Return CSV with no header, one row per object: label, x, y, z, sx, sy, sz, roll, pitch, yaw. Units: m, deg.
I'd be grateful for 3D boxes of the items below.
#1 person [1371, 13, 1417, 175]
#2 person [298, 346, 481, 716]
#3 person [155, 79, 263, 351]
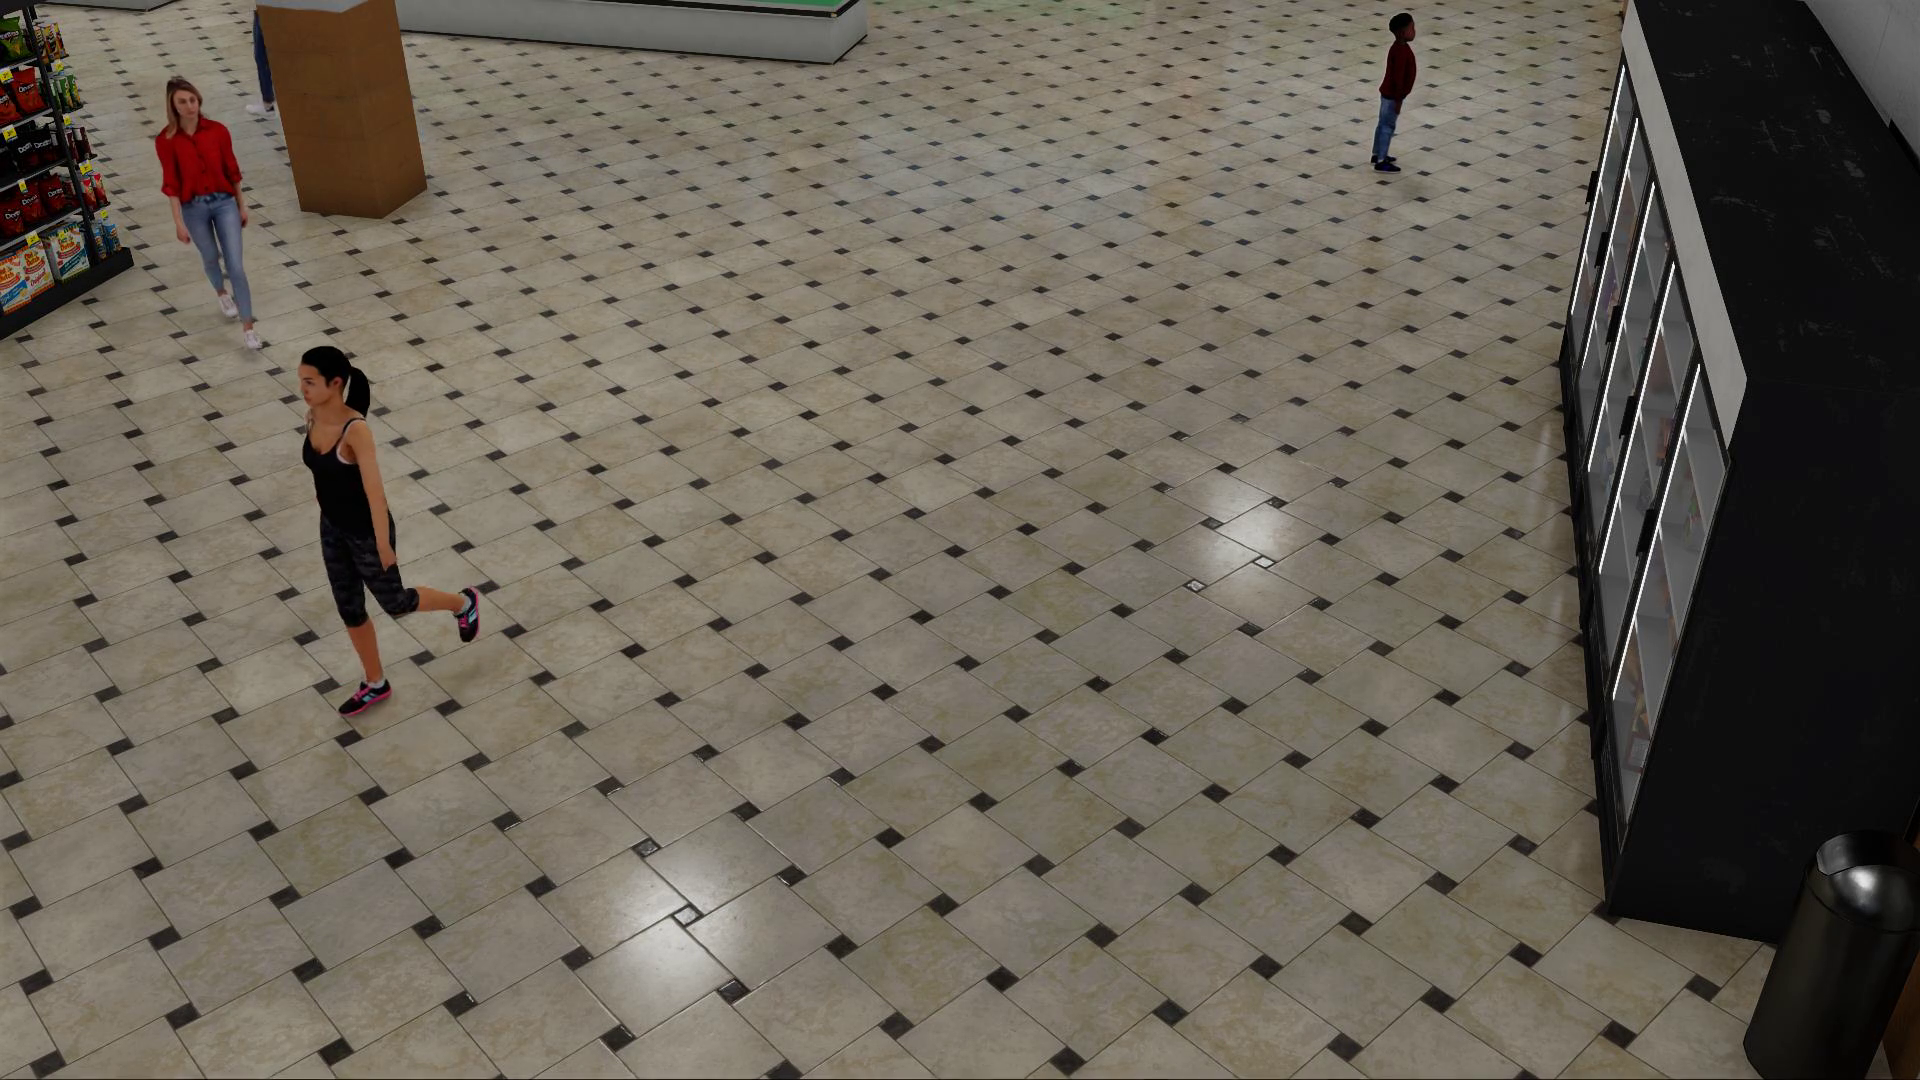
person,3.466,-3.584,13.331,0.511,1.255,0.514,4,32,6
person,-2.533,-0.066,7.252,1.004,1.705,0.871,23,38,32
person,-4.765,-2.075,10.527,1.133,1.657,1.202,-18,36,-27
